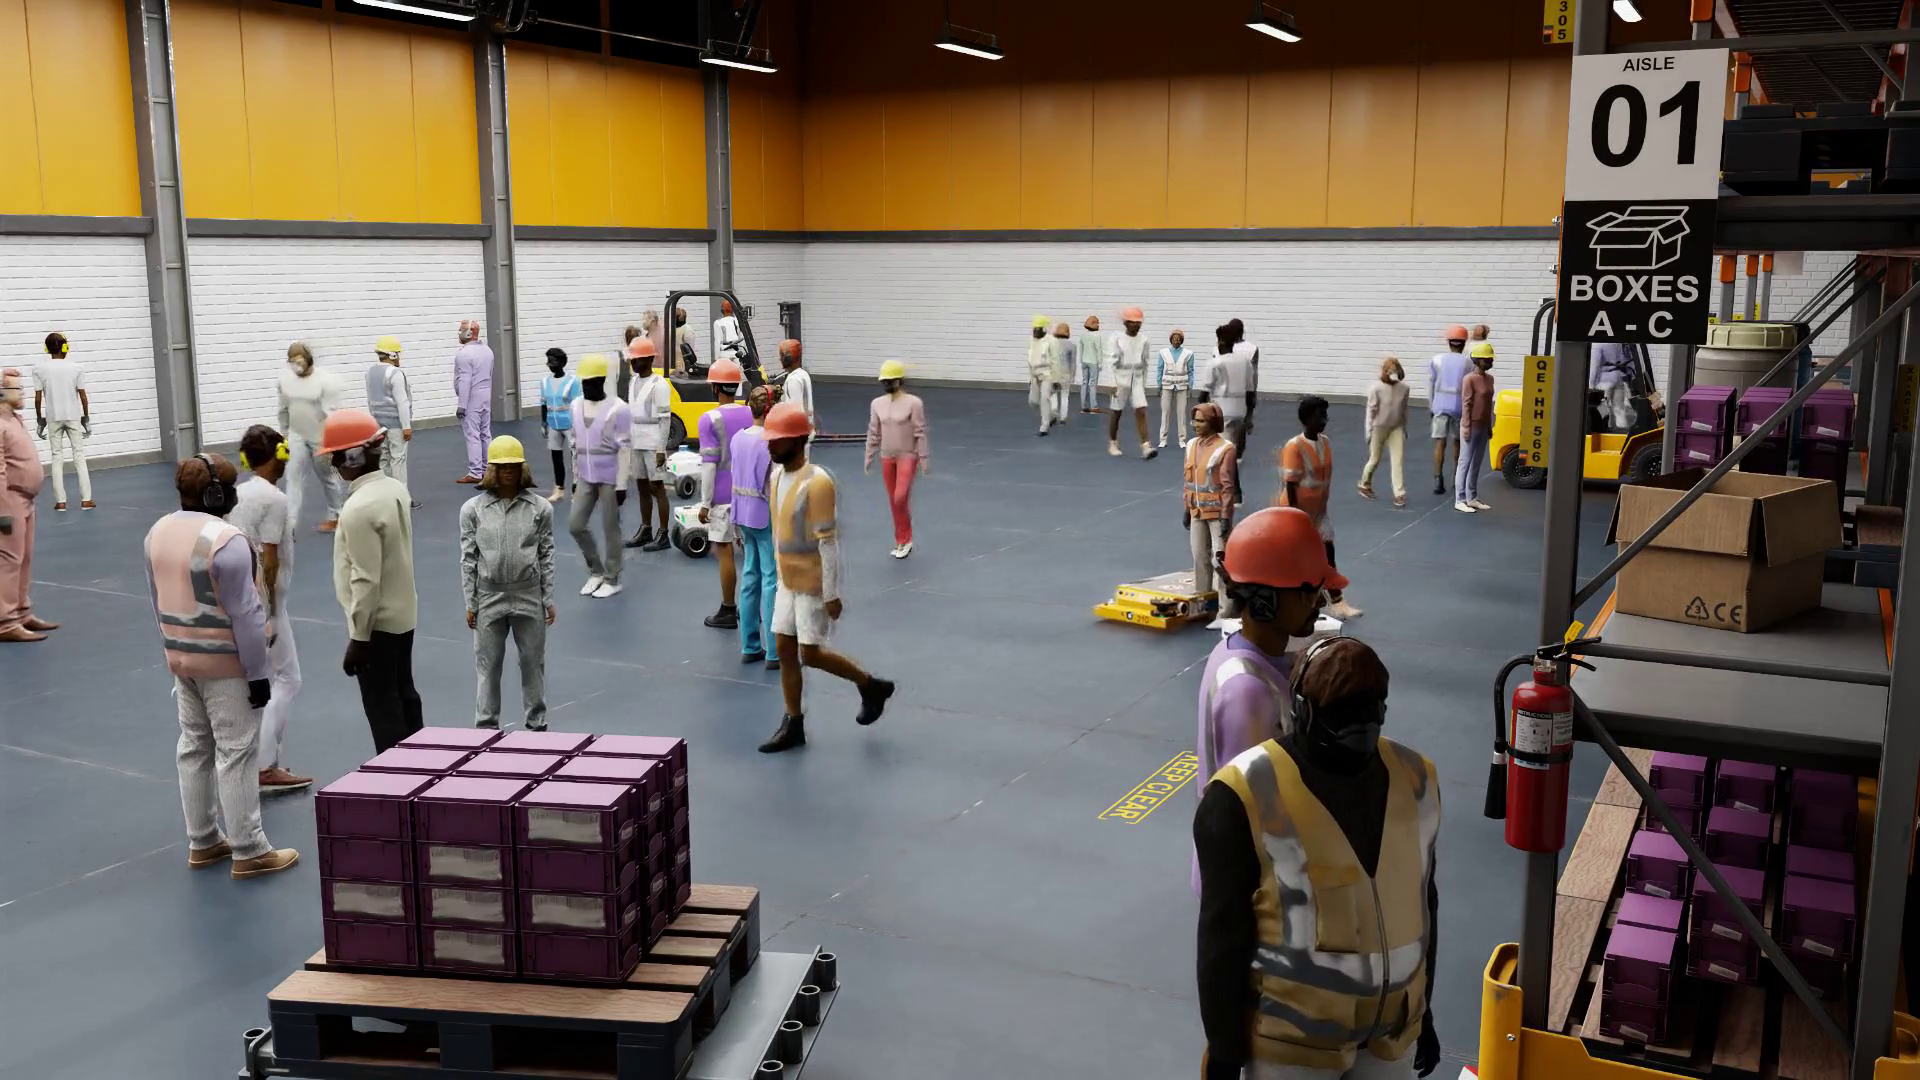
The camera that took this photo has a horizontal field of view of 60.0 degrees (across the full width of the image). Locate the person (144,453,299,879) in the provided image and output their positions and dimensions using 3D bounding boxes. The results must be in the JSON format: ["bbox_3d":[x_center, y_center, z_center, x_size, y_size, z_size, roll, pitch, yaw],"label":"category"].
[{"bbox_3d":[-3.190,0.541,7.178,0.626,1.844,0.429,6,11,30],"label":"person"}]

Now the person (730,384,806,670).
[{"bbox_3d":[-1.268,-0.080,10.756,0.383,1.845,0.570,-9,13,-42],"label":"person"}]

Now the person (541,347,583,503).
[{"bbox_3d":[-4.255,-1.224,17.846,0.538,1.685,0.331,4,11,23],"label":"person"}]

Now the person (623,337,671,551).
[{"bbox_3d":[-2.844,-0.866,15.048,0.548,1.935,0.362,9,13,43],"label":"person"}]

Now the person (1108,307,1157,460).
[{"bbox_3d":[2.218,-2.031,21.644,0.631,1.982,1.061,-3,10,-18],"label":"person"}]

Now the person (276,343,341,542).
[{"bbox_3d":[-6.124,-0.921,15.600,0.679,1.854,1.055,1,10,5],"label":"person"}]

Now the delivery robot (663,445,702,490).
[{"bbox_3d":[-3.056,-0.805,18.417,0.477,0.478,0.707,6,11,30],"label":"delivery robot"}]

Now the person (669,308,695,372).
[{"bbox_3d":[-4.334,-2.667,25.751,0.429,1.844,0.626,-7,12,-33],"label":"person"}]

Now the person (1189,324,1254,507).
[{"bbox_3d":[2.779,-1.341,17.838,0.616,1.919,0.938,-7,12,-35],"label":"person"}]

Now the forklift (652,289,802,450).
[{"bbox_3d":[-3.358,-2.392,23.136,2.313,2.155,1.214,-1,10,-5],"label":"forklift"}]

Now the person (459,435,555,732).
[{"bbox_3d":[-2.359,0.321,8.729,0.486,1.746,0.289,-4,10,-21],"label":"person"}]

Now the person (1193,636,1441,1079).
[{"bbox_3d":[0.841,1.120,3.820,0.633,1.842,0.429,-4,10,-21],"label":"person"}]

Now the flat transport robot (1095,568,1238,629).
[{"bbox_3d":[1.715,0.415,12.447,0.652,0.197,1.431,9,13,43],"label":"flat transport robot"}]

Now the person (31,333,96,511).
[{"bbox_3d":[-9.369,-1.230,17.369,0.517,1.864,0.334,-4,11,-23],"label":"person"}]

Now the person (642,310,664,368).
[{"bbox_3d":[-4.475,-2.352,23.859,0.952,1.859,0.656,-4,10,-20],"label":"person"}]

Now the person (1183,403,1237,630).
[{"bbox_3d":[1.790,-0.174,11.934,0.319,1.628,0.512,-6,12,-32],"label":"person"}]

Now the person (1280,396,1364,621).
[{"bbox_3d":[2.557,-0.235,12.220,0.545,1.643,0.893,-8,13,-39],"label":"person"}]

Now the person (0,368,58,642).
[{"bbox_3d":[-6.579,-0.245,11.580,0.400,1.901,0.658,-3,10,-15],"label":"person"}]

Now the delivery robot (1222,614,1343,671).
[{"bbox_3d":[1.988,0.600,10.280,0.707,0.478,0.477,-3,10,-15],"label":"delivery robot"}]

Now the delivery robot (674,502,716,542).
[{"bbox_3d":[-2.180,-0.196,14.889,0.707,0.478,0.477,-4,11,-20],"label":"delivery robot"}]

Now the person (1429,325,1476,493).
[{"bbox_3d":[5.547,-1.479,18.757,0.545,1.892,0.973,4,11,22],"label":"person"}]

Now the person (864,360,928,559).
[{"bbox_3d":[-0.581,-0.707,14.642,0.553,1.743,0.560,5,11,29],"label":"person"}]

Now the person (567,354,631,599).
[{"bbox_3d":[-2.817,-0.484,12.895,0.618,1.909,0.456,5,11,26],"label":"person"}]

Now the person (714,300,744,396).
[{"bbox_3d":[-3.931,-3.124,28.277,0.574,1.883,0.356,-8,12,-38],"label":"person"}]

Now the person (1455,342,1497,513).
[{"bbox_3d":[5.395,-1.174,17.322,0.525,1.769,0.327,-9,13,-41],"label":"person"}]

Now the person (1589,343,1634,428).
[{"bbox_3d":[8.769,-2.097,22.329,0.798,1.900,0.397,-4,11,-24],"label":"person"}]

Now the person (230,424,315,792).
[{"bbox_3d":[-3.507,0.336,8.397,0.569,1.830,0.457,9,13,42],"label":"person"}]

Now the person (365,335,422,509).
[{"bbox_3d":[-5.942,-1.227,17.428,0.589,1.835,0.403,7,12,35],"label":"person"}]

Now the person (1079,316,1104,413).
[{"bbox_3d":[2.207,-2.941,27.933,0.280,1.633,0.498,-8,12,-38],"label":"person"}]

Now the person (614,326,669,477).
[{"bbox_3d":[-3.905,-1.676,20.110,0.540,1.796,0.943,4,11,24],"label":"person"}]

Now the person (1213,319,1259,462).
[{"bbox_3d":[3.462,-1.861,21.044,0.598,1.868,0.938,3,10,18],"label":"person"}]

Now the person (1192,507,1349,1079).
[{"bbox_3d":[0.800,0.922,4.385,0.373,2.043,0.614,1,10,8],"label":"person"}]

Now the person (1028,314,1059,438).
[{"bbox_3d":[1.229,-2.390,24.226,0.515,1.814,0.616,-8,12,-38],"label":"person"}]

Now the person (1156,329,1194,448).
[{"bbox_3d":[2.966,-2.083,22.960,0.511,1.637,0.307,1,10,8],"label":"person"}]

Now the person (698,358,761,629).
[{"bbox_3d":[-1.661,-0.330,11.935,0.373,1.939,0.545,9,13,43],"label":"person"}]

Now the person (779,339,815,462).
[{"bbox_3d":[-1.548,-0.951,15.698,0.356,1.881,0.575,0,10,1],"label":"person"}]

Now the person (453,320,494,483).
[{"bbox_3d":[-5.715,-1.621,19.487,0.410,1.912,0.651,2,10,13],"label":"person"}]

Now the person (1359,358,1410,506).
[{"bbox_3d":[4.595,-1.180,17.905,0.557,1.574,0.859,-2,10,-12],"label":"person"}]

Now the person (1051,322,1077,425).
[{"bbox_3d":[1.563,-2.573,25.850,0.516,1.613,0.415,1,10,8],"label":"person"}]

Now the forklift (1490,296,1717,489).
[{"bbox_3d":[7.296,-1.677,18.993,2.313,2.155,1.214,5,11,27],"label":"forklift"}]

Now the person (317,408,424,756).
[{"bbox_3d":[-2.708,0.382,7.679,0.398,1.985,0.609,0,10,-1],"label":"person"}]

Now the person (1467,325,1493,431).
[{"bbox_3d":[7.761,-2.379,24.697,0.649,1.613,0.546,-4,11,-23],"label":"person"}]

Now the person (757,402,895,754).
[{"bbox_3d":[-0.761,0.195,8.996,0.702,1.916,0.558,-7,12,-36],"label":"person"}]
